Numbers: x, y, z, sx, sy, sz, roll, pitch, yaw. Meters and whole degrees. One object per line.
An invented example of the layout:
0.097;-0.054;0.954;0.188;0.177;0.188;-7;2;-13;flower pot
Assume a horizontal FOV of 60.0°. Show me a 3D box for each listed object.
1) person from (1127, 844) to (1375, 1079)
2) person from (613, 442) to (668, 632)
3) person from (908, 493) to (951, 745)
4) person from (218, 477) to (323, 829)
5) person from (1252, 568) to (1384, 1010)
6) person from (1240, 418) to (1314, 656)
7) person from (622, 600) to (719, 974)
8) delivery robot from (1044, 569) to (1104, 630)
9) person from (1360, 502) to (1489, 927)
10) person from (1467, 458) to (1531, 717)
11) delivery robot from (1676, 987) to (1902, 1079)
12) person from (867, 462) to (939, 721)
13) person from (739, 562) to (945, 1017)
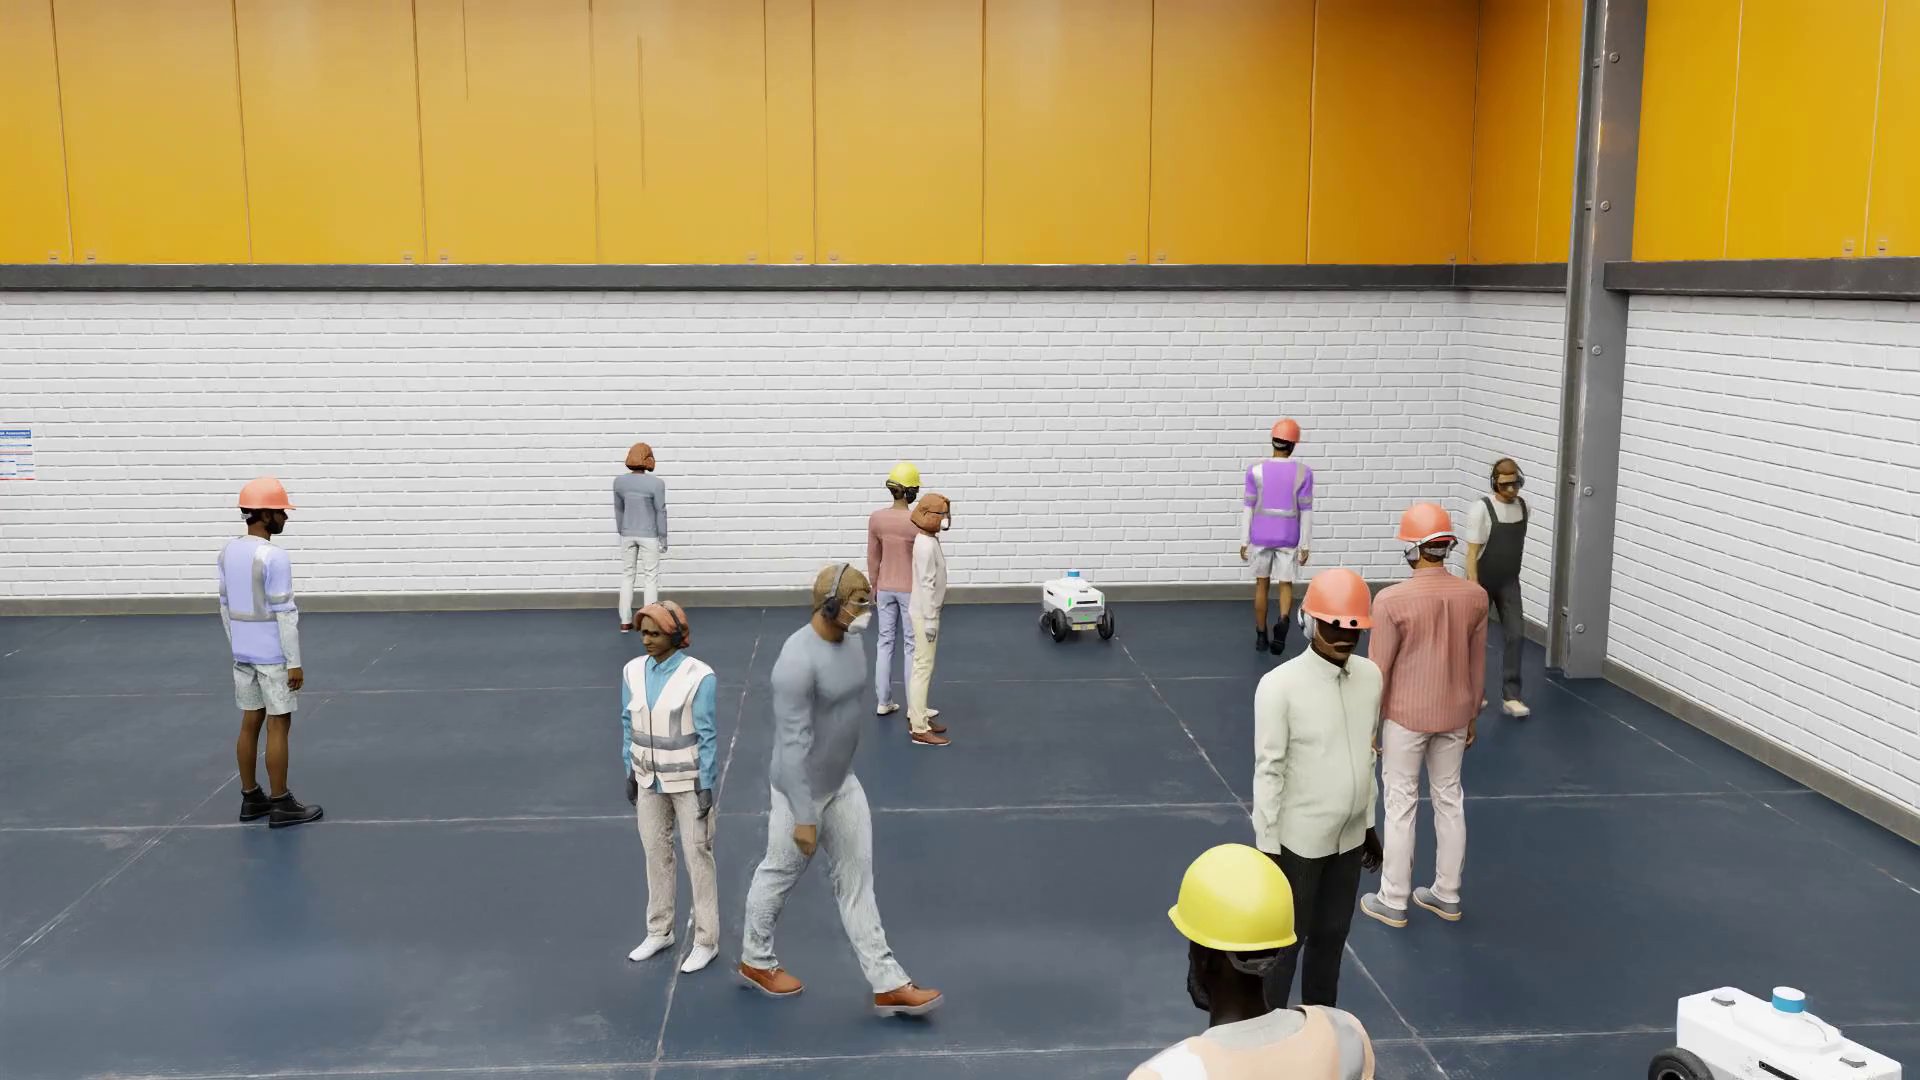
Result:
0.546;1.549;3.341;0.585;1.928;0.379;-5;10;-29;person
-2.702;-0.013;14.105;0.499;1.624;0.281;3;10;18;person
-0.196;0.504;10.827;0.285;1.631;0.502;0;9;-1;person
-3.816;0.614;9.191;0.550;1.933;0.375;6;11;32;person
1.329;1.078;6.098;0.618;1.990;0.394;-6;11;-34;person
2.506;-0.010;13.217;0.576;1.910;0.714;2;9;12;person
-1.266;1.068;7.299;0.509;1.631;0.310;5;10;29;person
0.956;0.489;14.002;0.477;0.478;0.707;-2;9;-14;delivery robot
2.157;0.814;7.779;0.614;1.987;0.407;-3;9;-16;person
3.683;0.323;11.421;0.528;1.796;0.808;-3;9;-17;person
2.862;1.799;5.775;0.477;0.478;0.707;-4;10;-25;delivery robot
-0.384;0.350;11.380;0.533;1.767;0.312;6;11;32;person
-0.551;1.020;6.793;0.984;1.880;0.655;4;10;25;person
